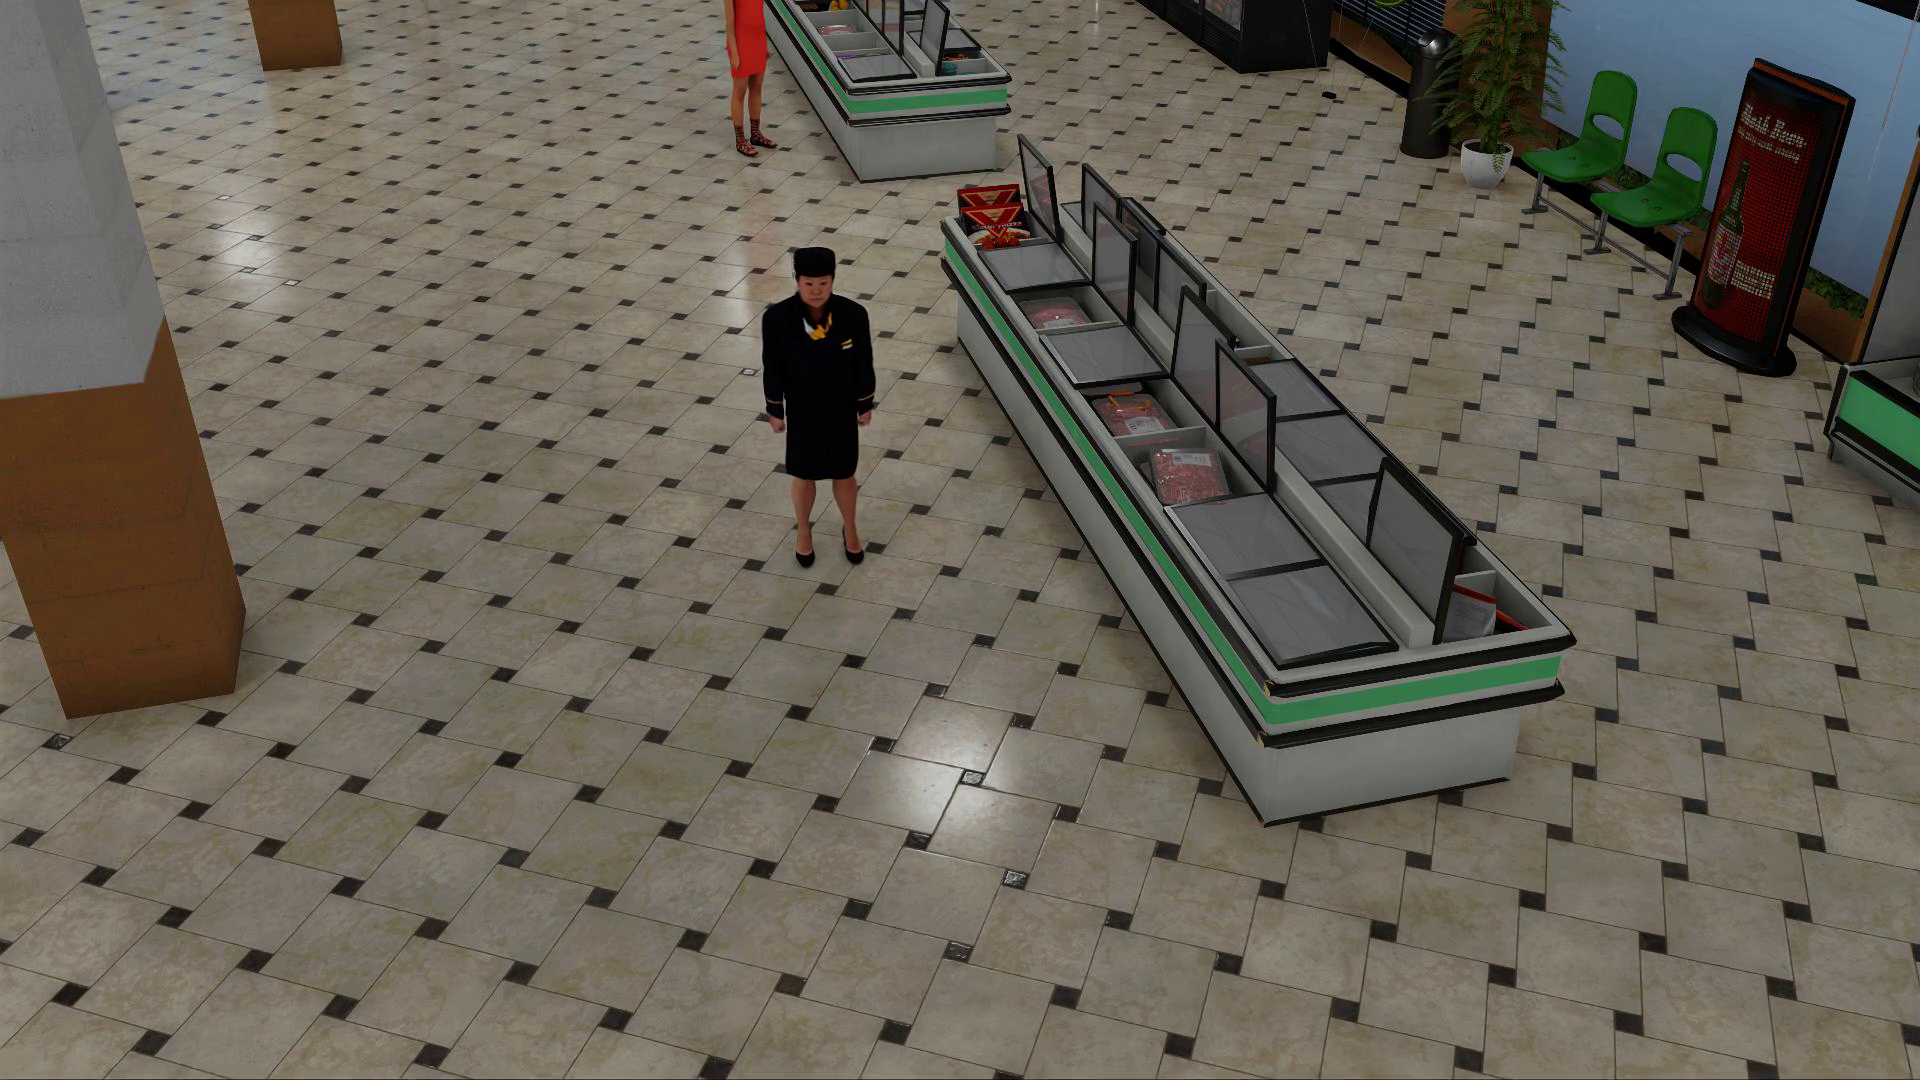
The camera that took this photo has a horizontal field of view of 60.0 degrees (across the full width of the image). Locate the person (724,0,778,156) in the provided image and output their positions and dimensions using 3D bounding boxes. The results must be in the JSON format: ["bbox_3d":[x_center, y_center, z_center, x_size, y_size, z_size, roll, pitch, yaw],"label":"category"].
[{"bbox_3d":[-1.713,-3.982,13.344,0.712,1.718,0.674,22,38,31],"label":"person"}]

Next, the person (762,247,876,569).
[{"bbox_3d":[-0.663,-0.628,7.998,0.725,1.670,0.673,-3,32,-5],"label":"person"}]
